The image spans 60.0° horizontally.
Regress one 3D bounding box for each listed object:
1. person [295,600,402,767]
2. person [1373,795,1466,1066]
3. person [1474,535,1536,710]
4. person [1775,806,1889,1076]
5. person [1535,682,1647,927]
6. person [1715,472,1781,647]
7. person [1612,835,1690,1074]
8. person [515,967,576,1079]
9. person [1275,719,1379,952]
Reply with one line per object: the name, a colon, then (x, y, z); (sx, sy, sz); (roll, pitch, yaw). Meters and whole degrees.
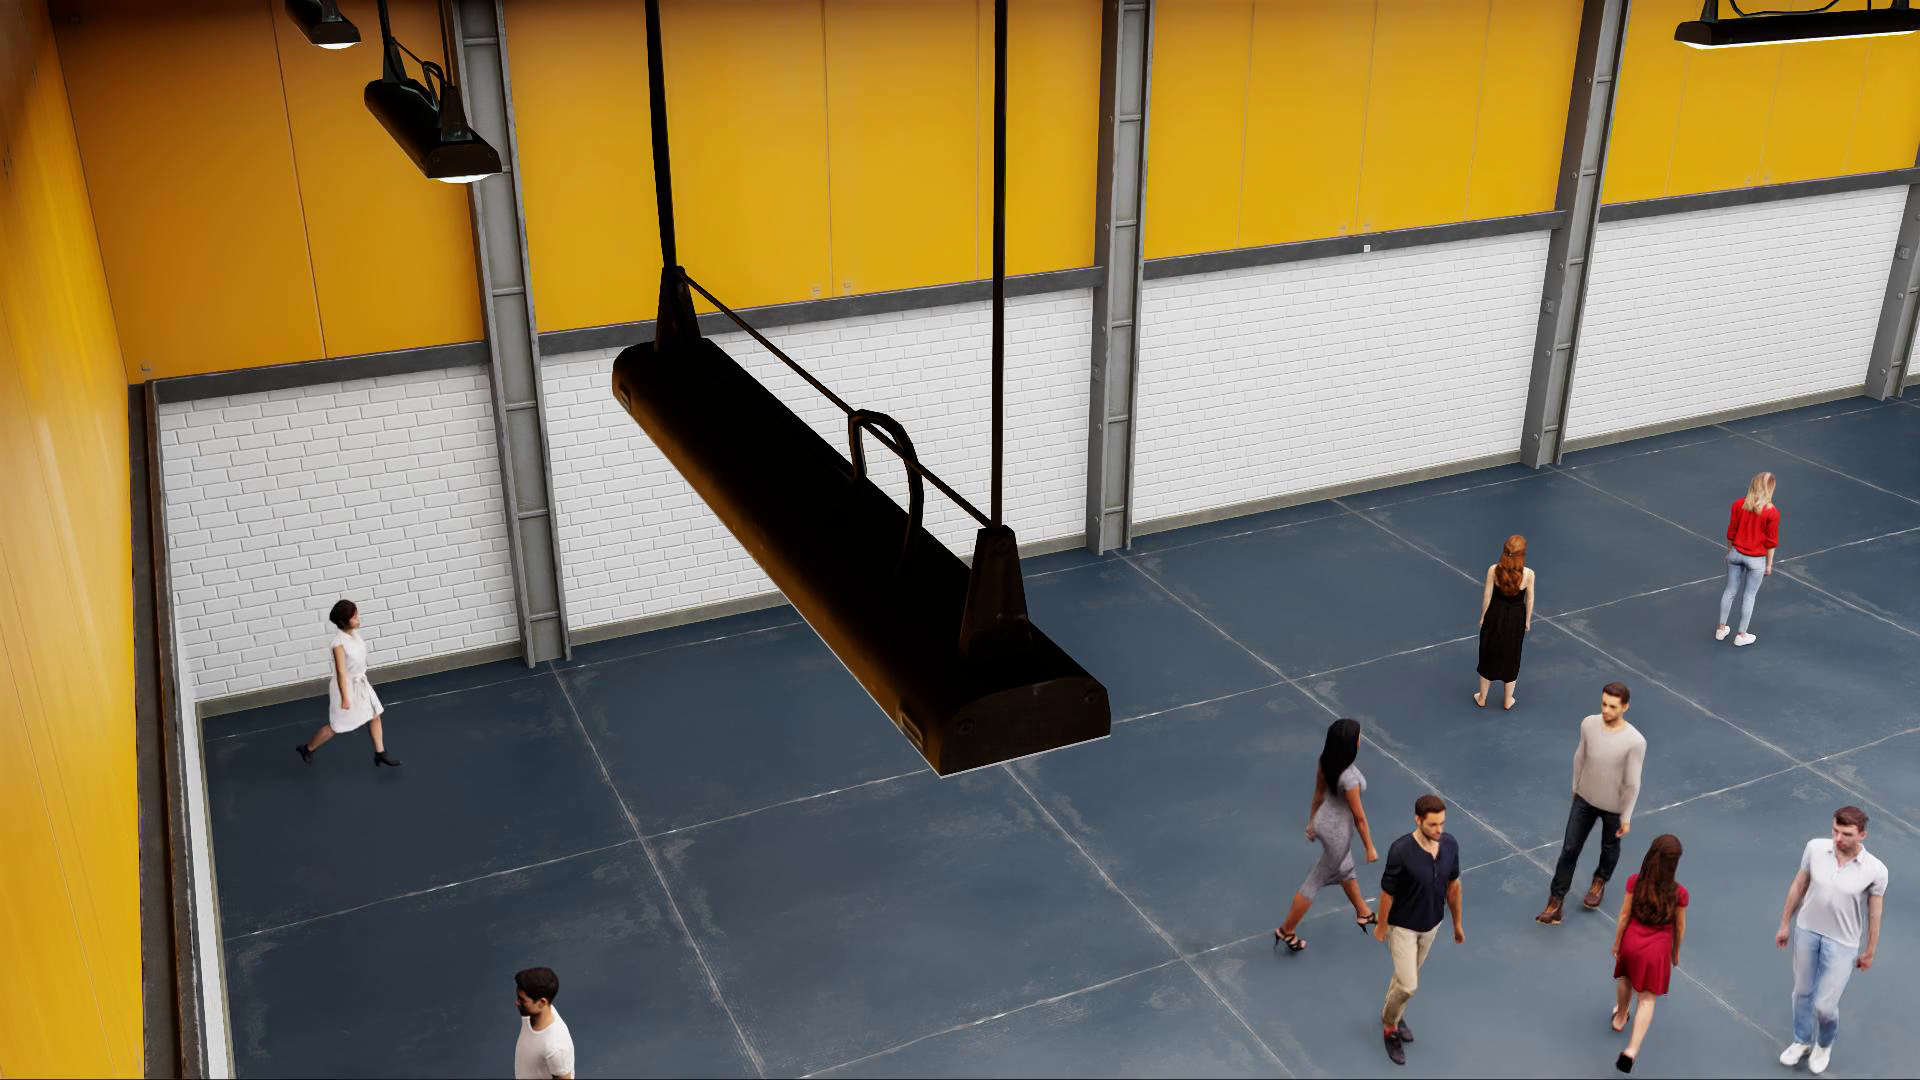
person: (-4.978, 1.203, 13.344); (1.101, 1.520, 0.824); (-1, 24, -2)
person: (2.776, 2.330, 10.365); (0.608, 1.841, 0.732); (-10, 25, -21)
person: (4.700, 0.703, 14.356); (0.677, 1.625, 0.747); (6, 24, 13)
person: (5.352, 2.404, 10.201); (0.693, 1.837, 0.727); (-19, 30, -37)
person: (4.521, 1.801, 11.595); (0.952, 1.827, 1.194); (19, 30, 36)
person: (7.333, 0.167, 15.483); (0.608, 1.705, 0.669); (-20, 30, -38)
person: (4.219, 2.553, 10.249); (0.883, 1.526, 1.056); (13, 27, 27)
person: (-2.206, 3.009, 8.961); (0.577, 1.722, 0.652); (-15, 28, -30)
person: (2.415, 2.038, 11.167); (1.143, 1.734, 0.793); (-4, 24, -8)
